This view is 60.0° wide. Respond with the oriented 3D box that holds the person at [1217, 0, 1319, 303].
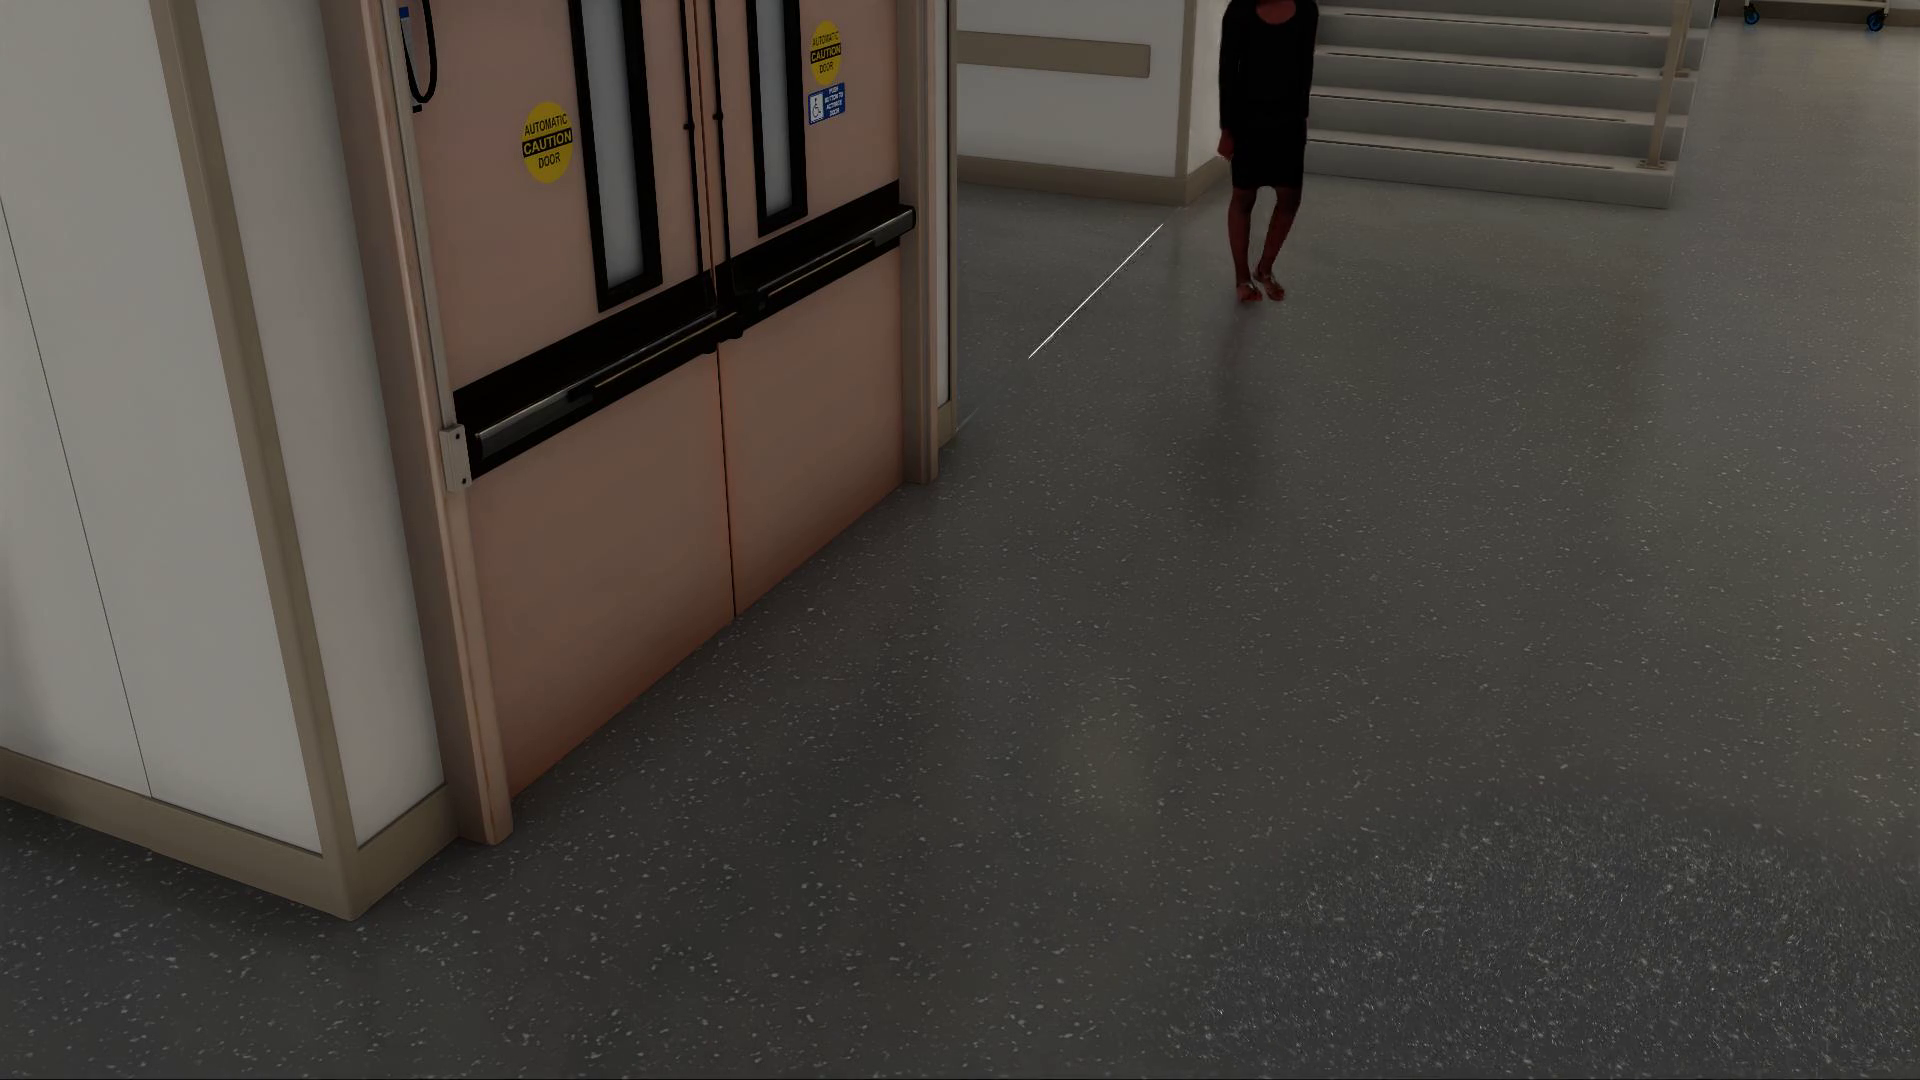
[{"bbox_3d":[1.393,-1.972,7.822,0.753,1.713,0.791,-5,26,-9],"label":"person"}]
